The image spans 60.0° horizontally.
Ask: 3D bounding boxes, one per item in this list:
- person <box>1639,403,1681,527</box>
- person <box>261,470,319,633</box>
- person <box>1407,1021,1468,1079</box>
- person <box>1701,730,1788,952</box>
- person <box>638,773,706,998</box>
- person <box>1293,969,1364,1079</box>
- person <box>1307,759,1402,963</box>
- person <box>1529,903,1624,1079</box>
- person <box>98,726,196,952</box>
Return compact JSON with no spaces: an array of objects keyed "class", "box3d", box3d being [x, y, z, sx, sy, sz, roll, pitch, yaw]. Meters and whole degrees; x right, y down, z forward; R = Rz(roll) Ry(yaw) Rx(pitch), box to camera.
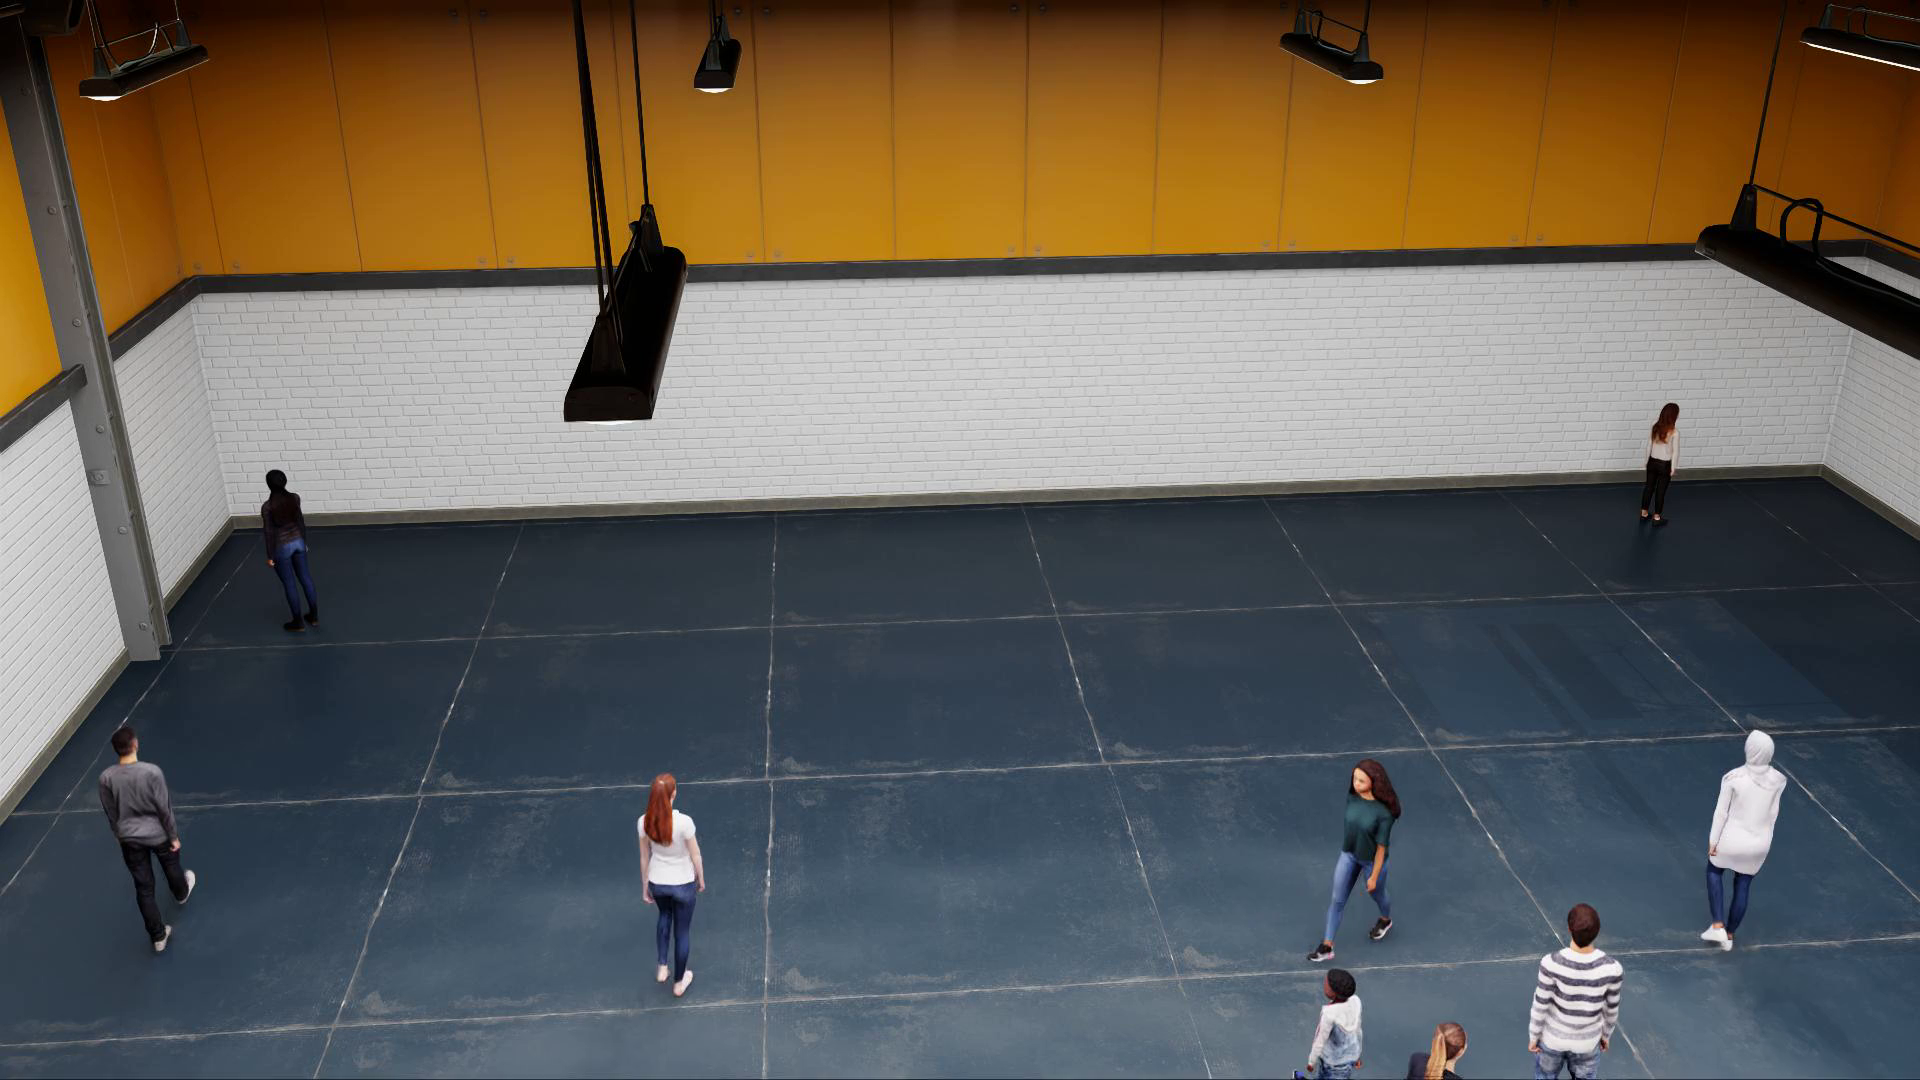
[{"class":"person","box3d":[8.257,-0.897,19.611,0.671,1.484,0.575,-17,29,-34]},{"class":"person","box3d":[-6.864,0.100,17.004,0.774,1.746,0.687,14,27,29]},{"class":"person","box3d":[2.576,3.473,9.404,1.014,1.652,1.079,-13,27,-27]},{"class":"person","box3d":[5.706,2.245,12.067,0.697,1.768,0.718,4,24,8]},{"class":"person","box3d":[-2.036,2.467,11.613,0.622,1.726,0.657,4,24,10]},{"class":"person","box3d":[2.400,3.263,10.411,0.740,1.229,0.910,-15,28,-30]},{"class":"person","box3d":[3.016,2.319,12.142,1.037,1.574,1.098,-17,29,-34]},{"class":"person","box3d":[3.720,3.067,10.101,0.821,1.838,0.998,5,24,12]},{"class":"person","box3d":[-5.980,2.218,12.175,0.740,1.732,1.069,-6,24,-13]}]
